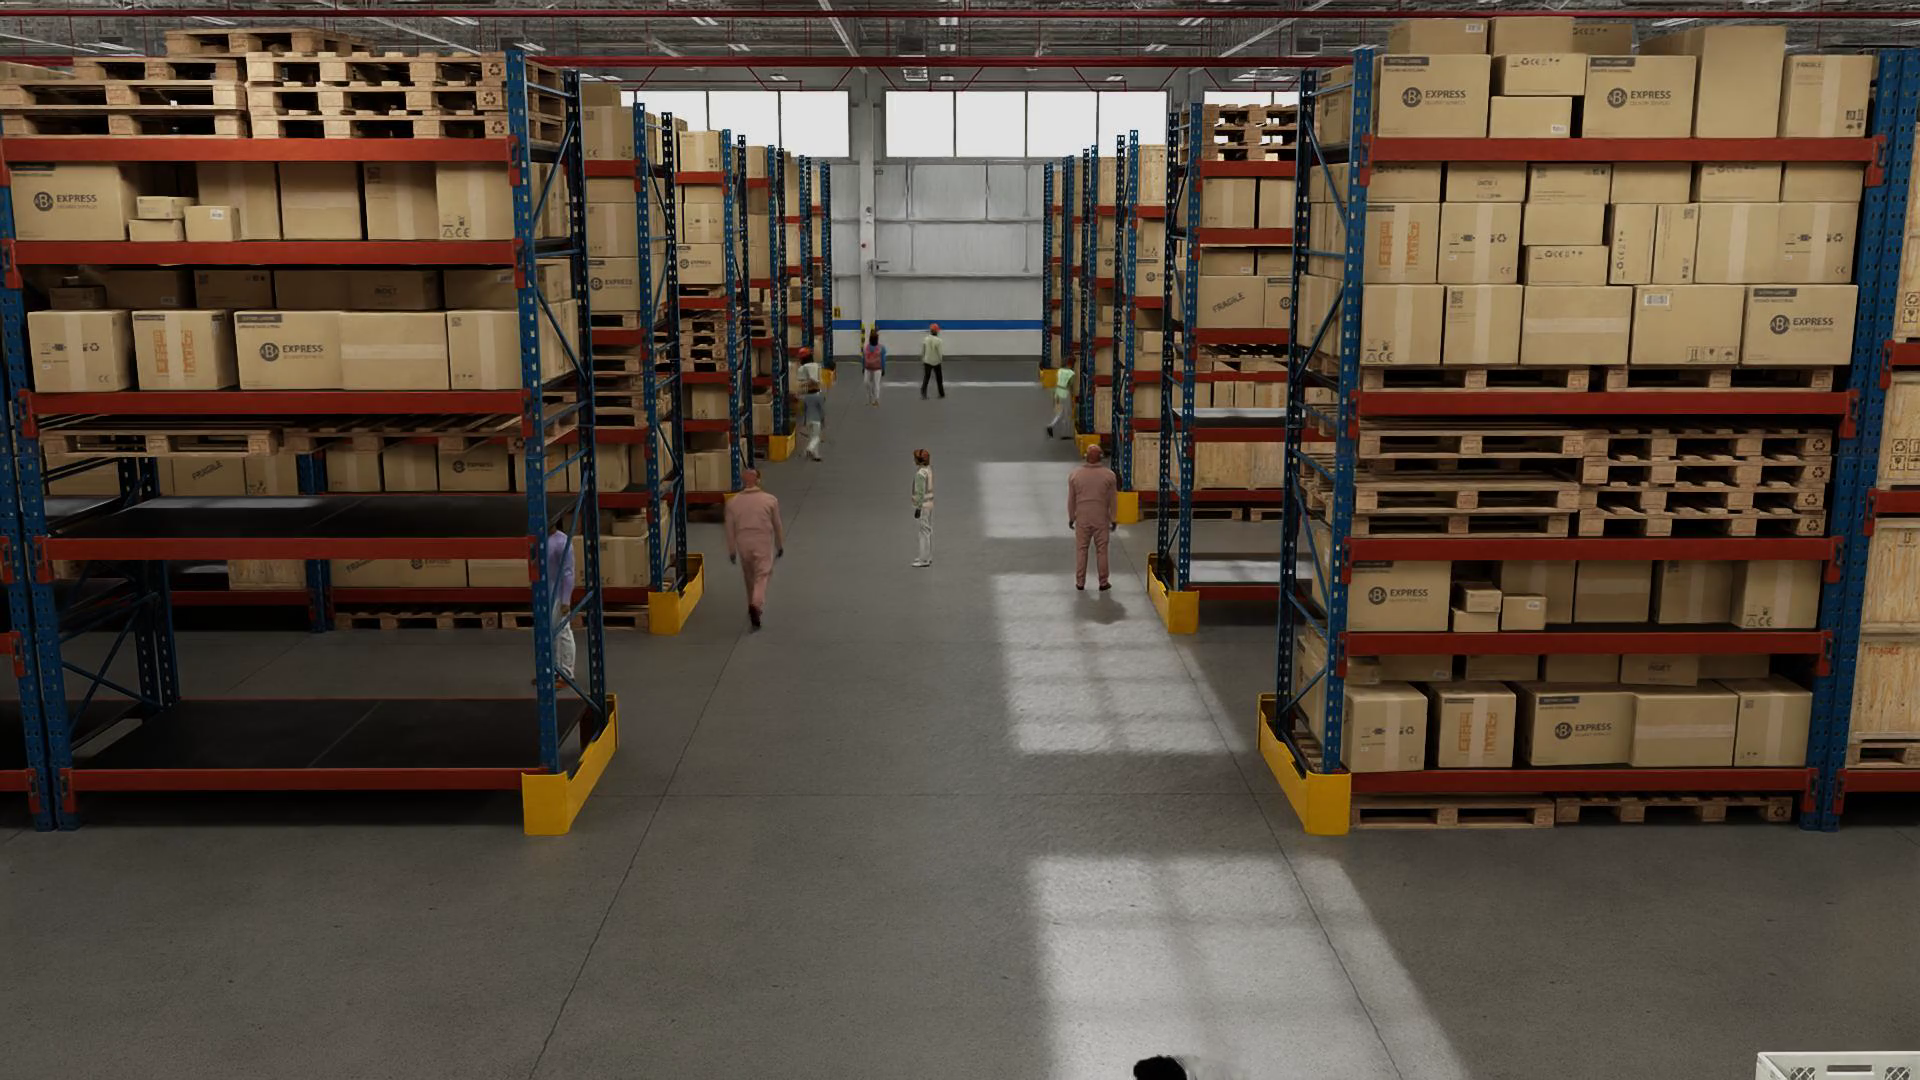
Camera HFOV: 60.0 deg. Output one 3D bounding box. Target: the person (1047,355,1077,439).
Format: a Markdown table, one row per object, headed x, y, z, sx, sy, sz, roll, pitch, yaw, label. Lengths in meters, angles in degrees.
| x | y | z | sx | sy | sz | roll | pitch | yaw | label |
| --- | --- | --- | --- | --- | --- | --- | --- | --- | --- |
| 2.208 | -3.005 | 35.254 | 0.557 | 1.812 | 0.582 | -7 | 13 | -30 | person |

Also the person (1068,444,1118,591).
| x | y | z | sx | sy | sz | roll | pitch | yaw | label |
| --- | --- | --- | --- | --- | --- | --- | --- | --- | --- |
| 1.722 | -0.290 | 21.572 | 0.661 | 1.904 | 0.404 | 2 | 12 | 10 | person |

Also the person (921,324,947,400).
| x | y | z | sx | sy | sz | roll | pitch | yaw | label |
| --- | --- | --- | --- | --- | --- | --- | --- | --- | --- |
| -0.704 | -4.560 | 42.644 | 0.621 | 1.951 | 1.017 | 6 | 13 | 27 | person |

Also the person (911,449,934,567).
| x | y | z | sx | sy | sz | roll | pitch | yaw | label |
| --- | --- | --- | --- | --- | --- | --- | --- | --- | --- |
| -0.516 | -0.451 | 23.022 | 0.307 | 1.640 | 0.520 | 2 | 12 | 9 | person |

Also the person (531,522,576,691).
| x | y | z | sx | sy | sz | roll | pitch | yaw | label |
| --- | --- | --- | --- | --- | --- | --- | --- | --- | --- |
| -4.199 | 0.584 | 17.146 | 0.627 | 1.940 | 0.370 | 11 | 16 | 43 | person |

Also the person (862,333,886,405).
| x | y | z | sx | sy | sz | roll | pitch | yaw | label |
| --- | --- | --- | --- | --- | --- | --- | --- | --- | --- |
| -2.163 | -4.245 | 41.378 | 0.645 | 1.817 | 0.580 | 3 | 12 | 13 | person |

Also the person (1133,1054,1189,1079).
| x | y | z | sx | sy | sz | roll | pitch | yaw | label |
| --- | --- | --- | --- | --- | --- | --- | --- | --- | --- |
| 0.739 | 2.839 | 6.609 | 0.611 | 1.672 | 0.559 | 0 | 11 | 2 | person |

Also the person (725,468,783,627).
| x | y | z | sx | sy | sz | roll | pitch | yaw | label |
| --- | --- | --- | --- | --- | --- | --- | --- | --- | --- |
| -2.461 | 0.081 | 19.803 | 0.647 | 1.873 | 0.811 | 1 | 11 | 6 | person |

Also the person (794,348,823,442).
| x | y | z | sx | sy | sz | roll | pitch | yaw | label |
| --- | --- | --- | --- | --- | --- | --- | --- | --- | --- |
| -3.240 | -3.065 | 35.165 | 0.974 | 1.970 | 0.633 | 9 | 15 | 39 | person |

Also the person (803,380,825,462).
| x | y | z | sx | sy | sz | roll | pitch | yaw | label |
| --- | --- | --- | --- | --- | --- | --- | --- | --- | --- |
| -2.854 | -2.292 | 32.206 | 0.497 | 1.616 | 0.497 | 6 | 13 | 29 | person |
